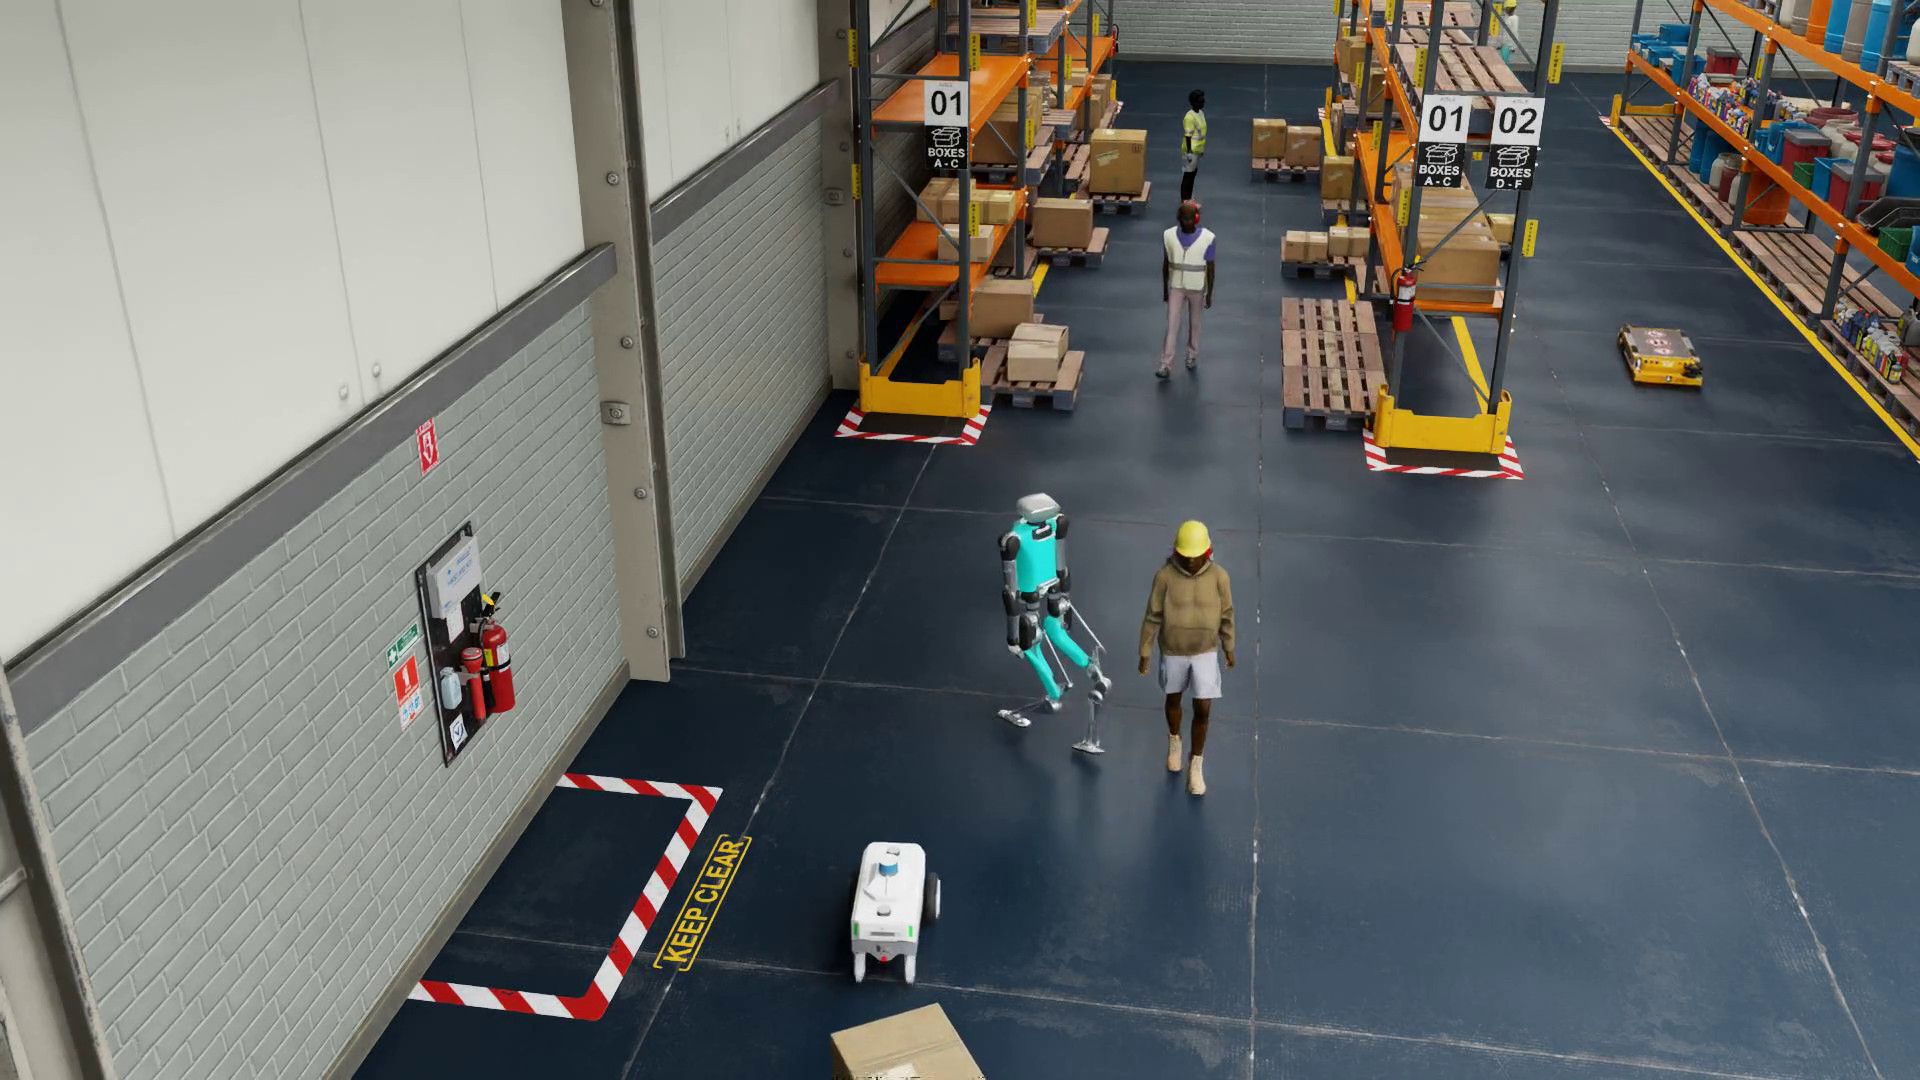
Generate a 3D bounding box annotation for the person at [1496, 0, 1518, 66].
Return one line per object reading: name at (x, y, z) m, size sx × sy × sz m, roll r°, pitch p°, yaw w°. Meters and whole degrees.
person at (10.471, -9.484, 31.905) m, size 0.417 × 1.751 × 0.556 m, roll -2°, pitch 25°, yaw -3°

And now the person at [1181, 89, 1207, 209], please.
person at (3.284, -5.469, 23.376) m, size 0.318 × 1.696 × 0.534 m, roll 12°, pitch 27°, yaw 23°

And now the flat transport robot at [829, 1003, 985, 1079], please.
flat transport robot at (-0.374, 3.034, 6.863) m, size 0.659 × 0.231 × 1.431 m, roll -13°, pitch 28°, yaw -26°

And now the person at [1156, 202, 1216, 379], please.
person at (2.305, -2.541, 16.989) m, size 0.591 × 1.792 × 0.955 m, roll 9°, pitch 27°, yaw 19°

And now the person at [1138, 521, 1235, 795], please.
person at (1.378, 0.713, 10.089) m, size 0.596 × 1.736 × 0.710 m, roll 3°, pitch 25°, yaw 7°

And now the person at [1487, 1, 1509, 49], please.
person at (9.923, -9.043, 30.883) m, size 0.956 × 1.808 × 0.557 m, roll 17°, pitch 30°, yaw 32°

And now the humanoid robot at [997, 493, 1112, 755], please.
humanoid robot at (0.619, 0.599, 10.380) m, size 0.551 × 1.752 × 1.026 m, roll -20°, pitch 32°, yaw -36°

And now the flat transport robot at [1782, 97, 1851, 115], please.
flat transport robot at (13.644, -6.444, 27.150) m, size 0.659 × 0.231 × 1.431 m, roll 17°, pitch 30°, yaw 32°

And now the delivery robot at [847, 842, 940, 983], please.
delivery robot at (-0.375, 1.940, 8.869) m, size 0.499 × 0.595 × 0.791 m, roll 1°, pitch 25°, yaw 3°

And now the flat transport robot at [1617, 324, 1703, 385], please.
flat transport robot at (7.374, -1.959, 17.550) m, size 0.659 × 0.231 × 1.431 m, roll 6°, pitch 26°, yaw 12°
